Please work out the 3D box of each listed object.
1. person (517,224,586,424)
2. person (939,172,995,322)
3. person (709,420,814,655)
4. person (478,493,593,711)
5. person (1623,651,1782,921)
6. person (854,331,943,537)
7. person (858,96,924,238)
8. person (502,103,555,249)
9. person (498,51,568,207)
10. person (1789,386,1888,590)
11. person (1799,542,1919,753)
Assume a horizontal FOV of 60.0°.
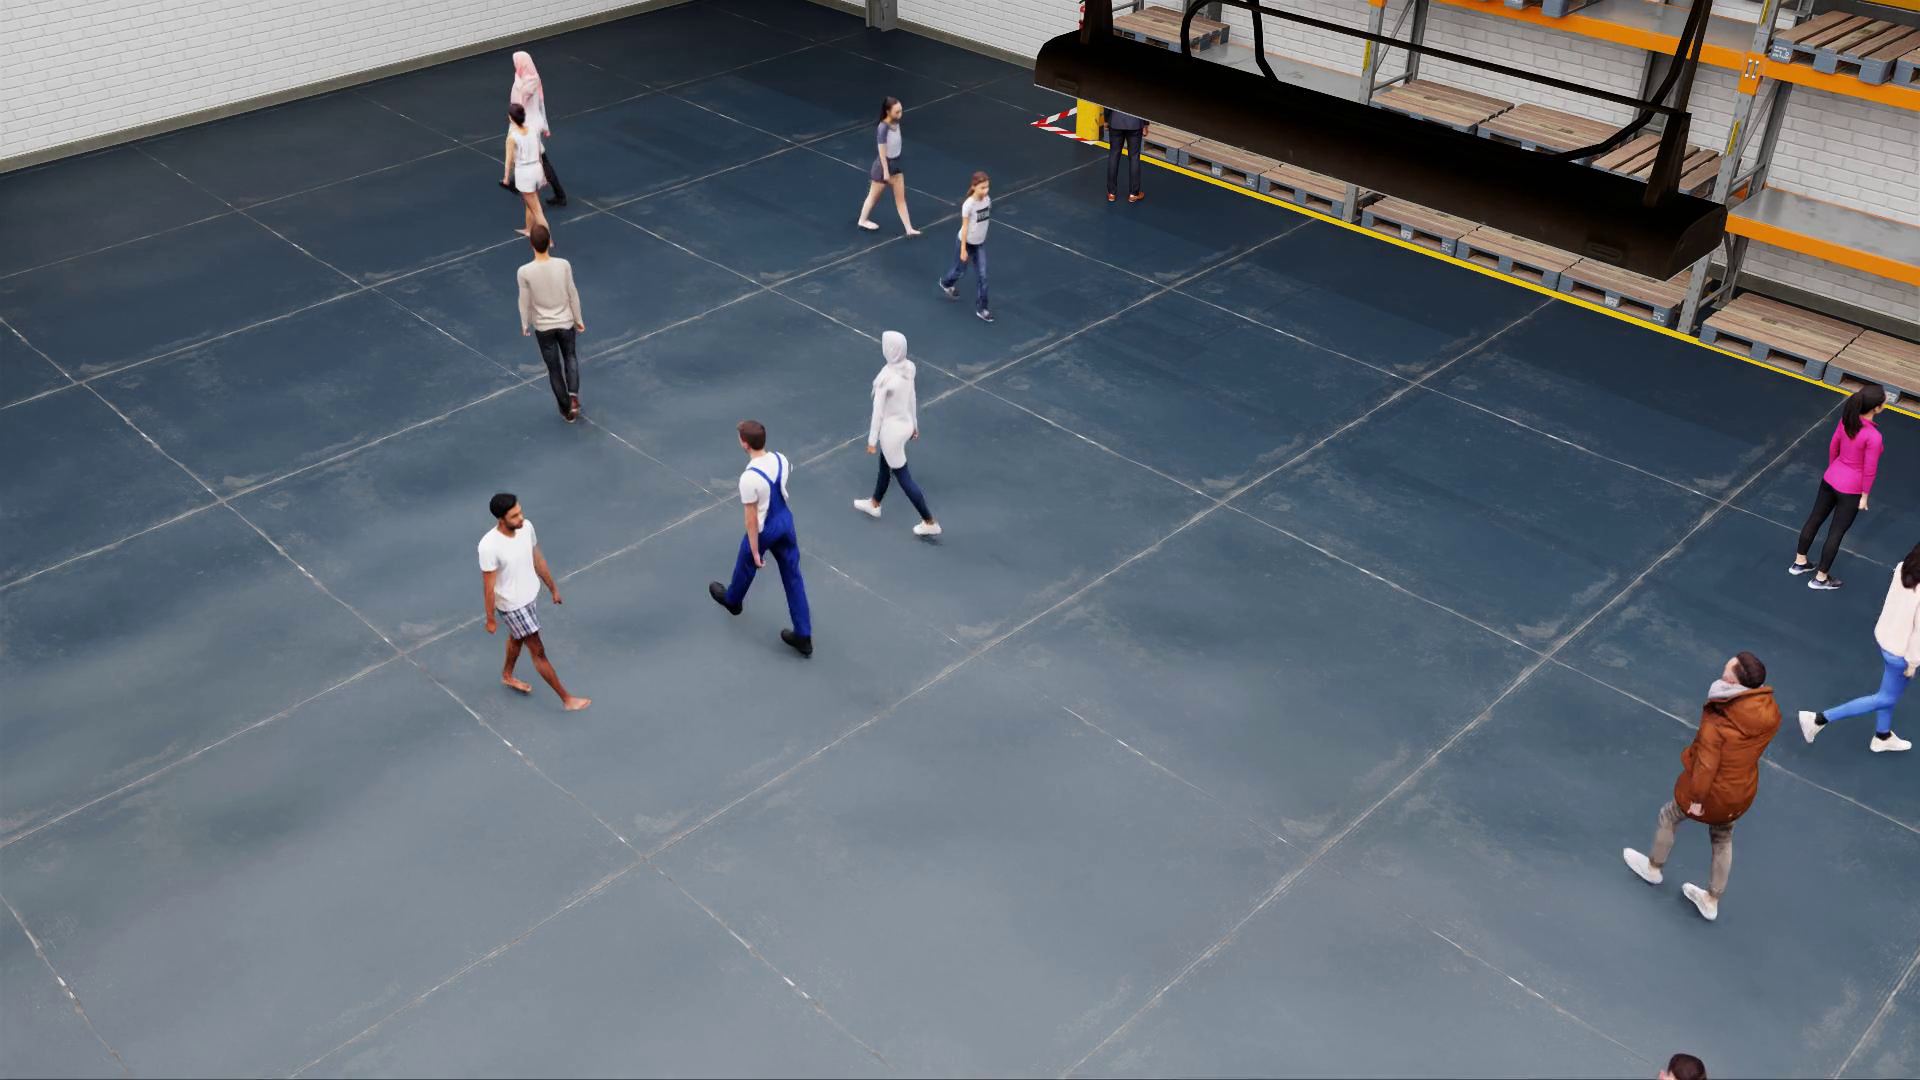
[{"bbox_3d":[-3.564,-1.858,14.674,0.755,1.859,0.718,-14,36,-20],"label":"person"},{"bbox_3d":[0.075,-2.989,16.681,0.642,1.521,1.080,-23,40,-30],"label":"person"},{"bbox_3d":[-1.287,0.023,11.903,1.221,1.794,0.634,28,43,35],"label":"person"},{"bbox_3d":[-3.109,0.396,11.434,1.170,1.691,0.940,13,36,19],"label":"person"},{"bbox_3d":[4.476,1.494,9.675,0.901,1.809,1.003,-10,35,-15],"label":"person"},{"bbox_3d":[-0.450,-0.794,13.183,1.176,1.738,0.797,20,38,27],"label":"person"},{"bbox_3d":[-0.880,-4.093,18.282,1.120,1.587,0.753,17,37,24],"label":"person"},{"bbox_3d":[-4.611,-3.909,17.994,0.895,1.599,0.673,19,38,26],"label":"person"},{"bbox_3d":[-4.785,-4.632,18.931,1.209,1.766,1.023,7,34,10],"label":"person"},{"bbox_3d":[6.709,-0.414,12.646,0.741,1.699,0.652,-9,35,-14],"label":"person"},{"bbox_3d":[6.065,0.712,10.909,1.156,1.747,1.051,3,34,4],"label":"person"}]
